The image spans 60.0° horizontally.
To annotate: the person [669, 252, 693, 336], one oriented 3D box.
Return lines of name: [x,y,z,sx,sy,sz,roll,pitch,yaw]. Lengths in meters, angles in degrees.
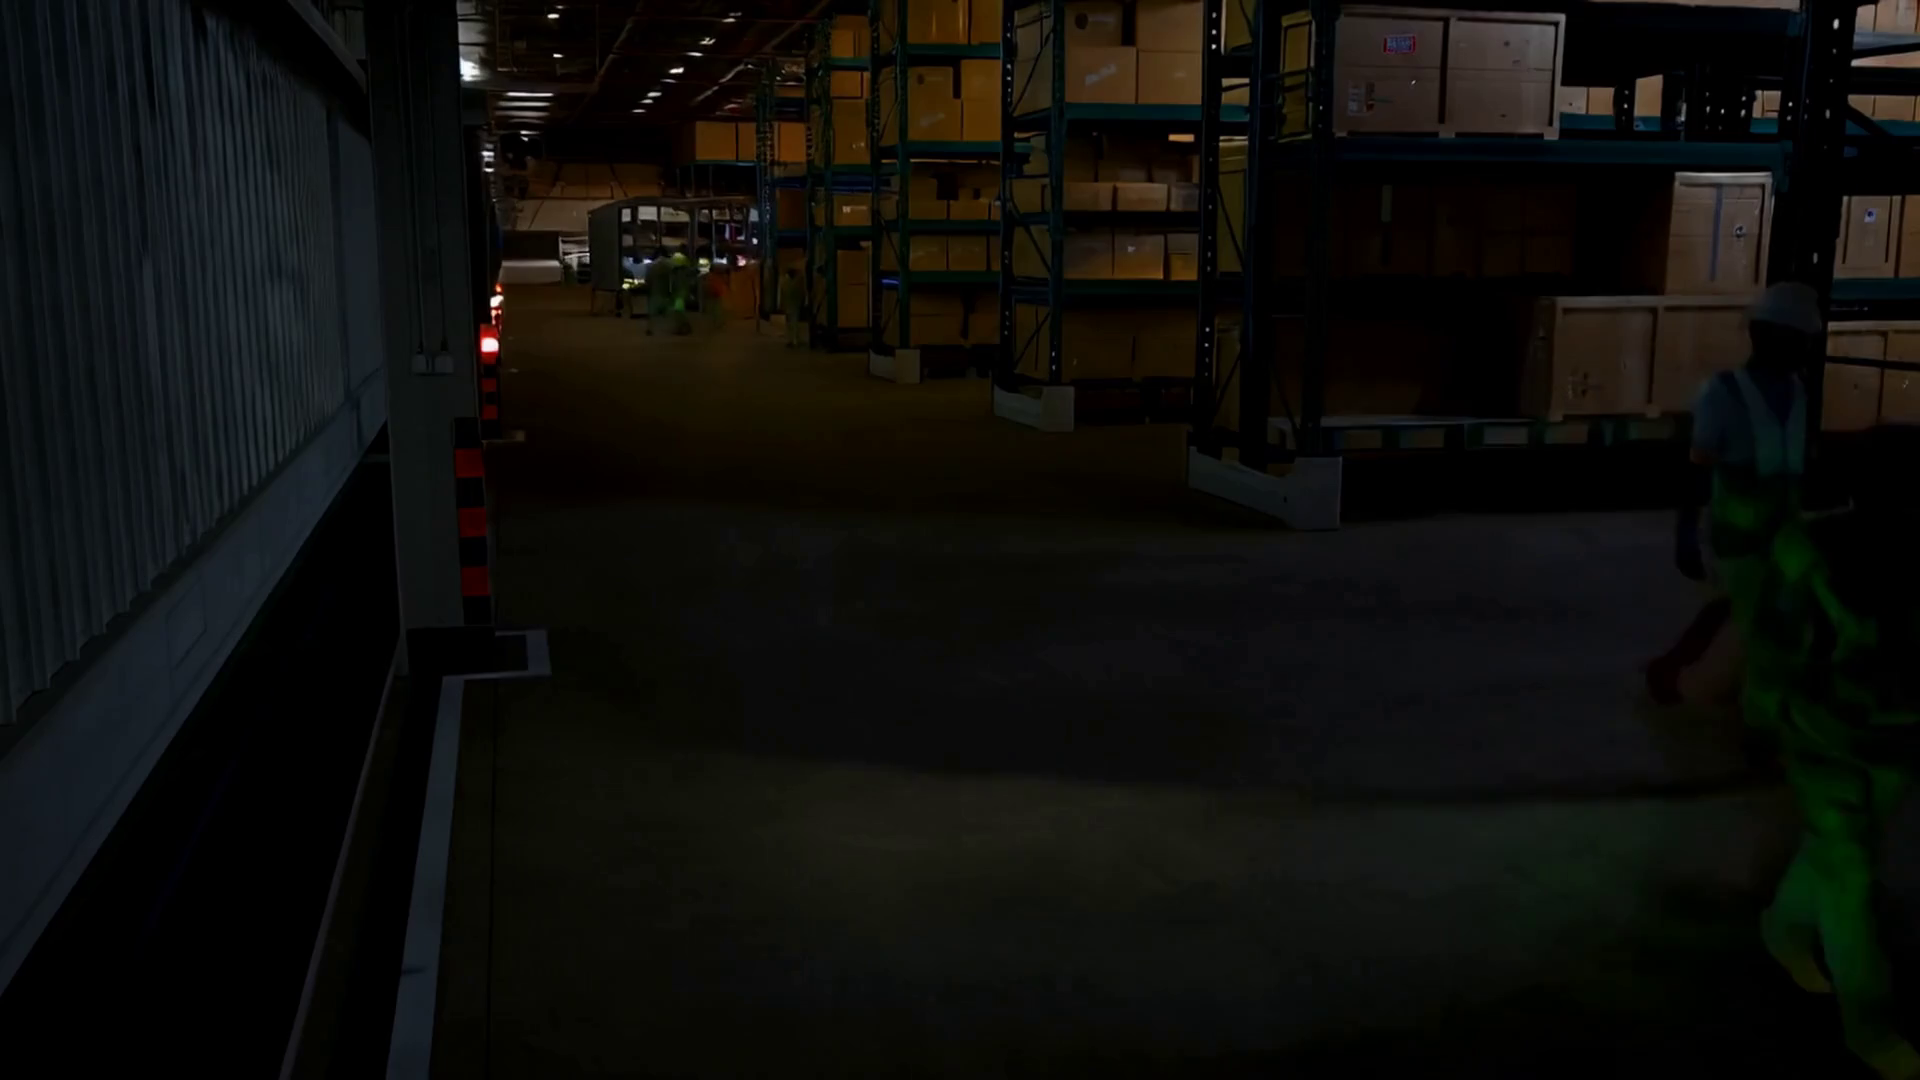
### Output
person: [-6.269,-5.540,37.528,0.567,1.905,0.667,-6,12,-31]

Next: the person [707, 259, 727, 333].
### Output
person: [-5.731,-5.756,39.231,0.512,1.713,0.504,1,10,8]

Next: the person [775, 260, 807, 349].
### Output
person: [-3.356,-4.684,33.082,0.646,1.769,0.881,3,11,18]

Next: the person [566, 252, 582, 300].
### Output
person: [-14.683,-10.045,63.287,0.597,1.818,0.423,-5,11,-25]

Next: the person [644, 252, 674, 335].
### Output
person: [-6.892,-5.650,38.175,0.736,1.889,0.426,-2,10,-14]

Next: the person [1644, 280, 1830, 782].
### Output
person: [3.077,-0.080,6.608,0.544,1.909,0.890,-3,11,-18]

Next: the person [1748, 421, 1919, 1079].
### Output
person: [2.317,0.496,4.202,0.542,1.583,0.877,0,10,-3]
